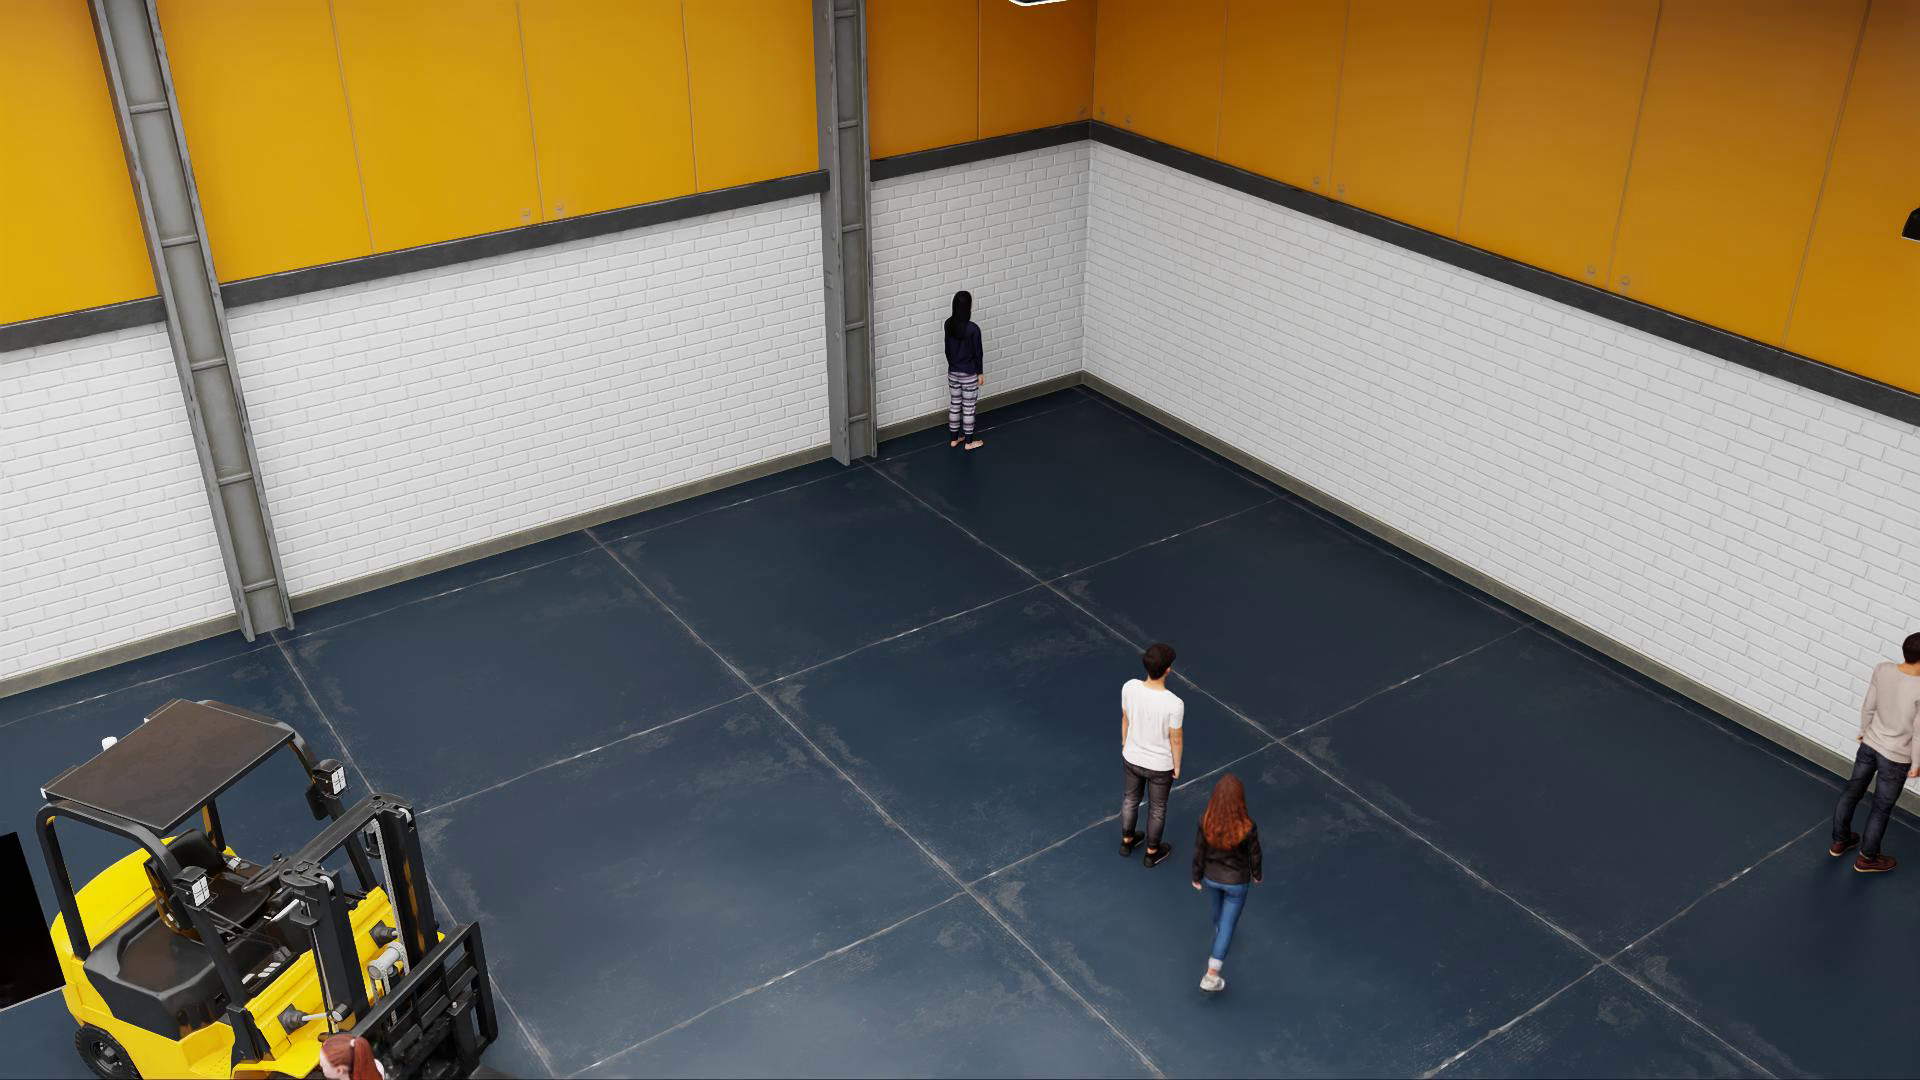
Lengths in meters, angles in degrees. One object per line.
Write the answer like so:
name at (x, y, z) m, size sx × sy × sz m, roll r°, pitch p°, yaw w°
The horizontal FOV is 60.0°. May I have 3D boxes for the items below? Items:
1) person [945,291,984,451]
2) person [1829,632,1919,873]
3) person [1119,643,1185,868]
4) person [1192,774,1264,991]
person at (0.034, -1.770, 17.298) m, size 0.668 × 1.735 × 0.634 m, roll 19°, pitch 34°, yaw 30°
person at (6.297, 1.423, 11.305) m, size 0.648 × 1.868 × 0.704 m, roll -11°, pitch 30°, yaw -19°
person at (1.287, 1.463, 11.388) m, size 0.681 × 1.718 × 0.658 m, roll 17°, pitch 33°, yaw 28°
person at (1.648, 2.150, 10.404) m, size 0.857 × 1.455 × 1.065 m, roll 15°, pitch 32°, yaw 25°
